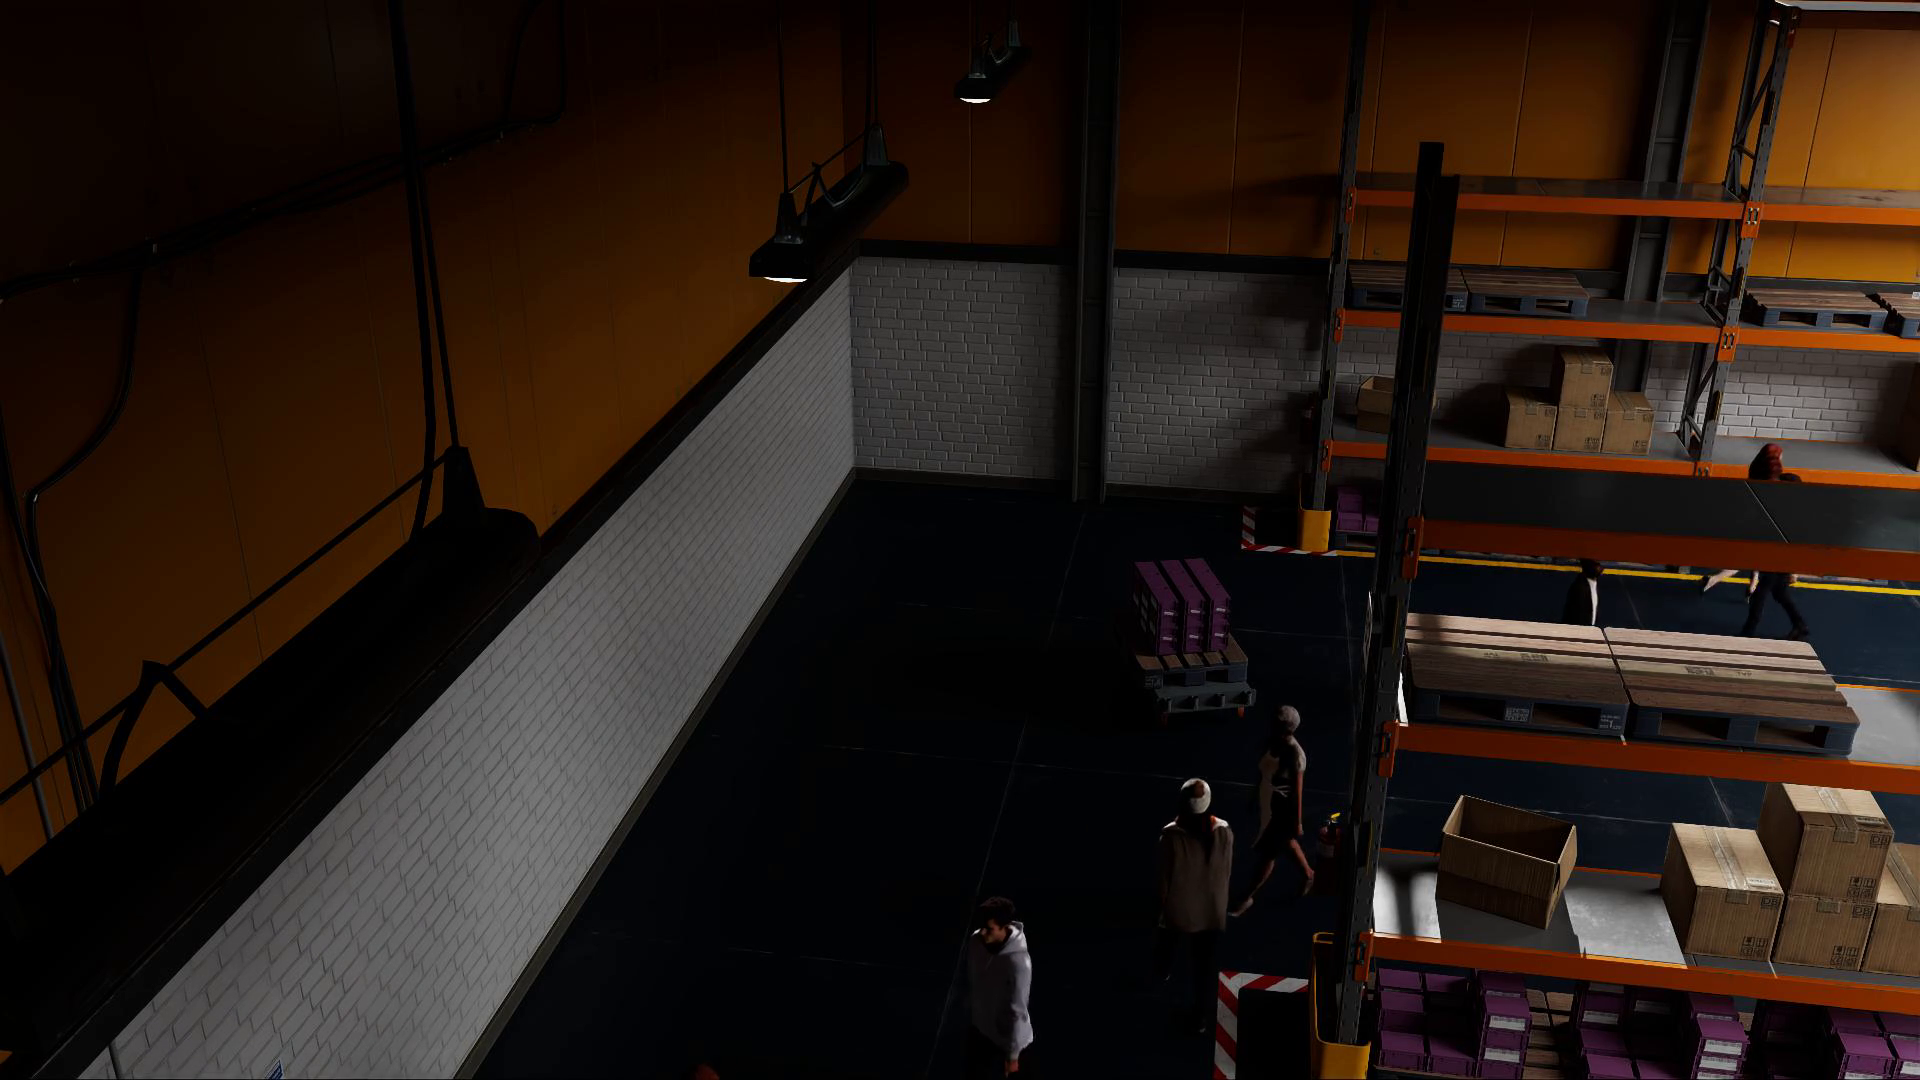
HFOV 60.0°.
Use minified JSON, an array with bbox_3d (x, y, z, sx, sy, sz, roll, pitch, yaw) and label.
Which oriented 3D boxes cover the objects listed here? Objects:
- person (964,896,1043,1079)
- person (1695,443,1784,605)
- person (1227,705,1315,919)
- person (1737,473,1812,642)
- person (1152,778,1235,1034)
[{"bbox_3d":[0.320,2.945,10.136,1.228,1.868,1.258,-21,31,-39],"label":"person"},{"bbox_3d":[8.142,-0.104,17.197,1.128,1.800,0.787,-2,24,-4],"label":"person"},{"bbox_3d":[2.465,2.025,12.439,1.154,1.709,0.892,-6,24,-13],"label":"person"},{"bbox_3d":[8.158,0.235,16.379,1.206,1.833,0.738,1,24,2],"label":"person"},{"bbox_3d":[1.583,2.475,11.234,1.078,1.850,0.910,-2,24,-4],"label":"person"}]
